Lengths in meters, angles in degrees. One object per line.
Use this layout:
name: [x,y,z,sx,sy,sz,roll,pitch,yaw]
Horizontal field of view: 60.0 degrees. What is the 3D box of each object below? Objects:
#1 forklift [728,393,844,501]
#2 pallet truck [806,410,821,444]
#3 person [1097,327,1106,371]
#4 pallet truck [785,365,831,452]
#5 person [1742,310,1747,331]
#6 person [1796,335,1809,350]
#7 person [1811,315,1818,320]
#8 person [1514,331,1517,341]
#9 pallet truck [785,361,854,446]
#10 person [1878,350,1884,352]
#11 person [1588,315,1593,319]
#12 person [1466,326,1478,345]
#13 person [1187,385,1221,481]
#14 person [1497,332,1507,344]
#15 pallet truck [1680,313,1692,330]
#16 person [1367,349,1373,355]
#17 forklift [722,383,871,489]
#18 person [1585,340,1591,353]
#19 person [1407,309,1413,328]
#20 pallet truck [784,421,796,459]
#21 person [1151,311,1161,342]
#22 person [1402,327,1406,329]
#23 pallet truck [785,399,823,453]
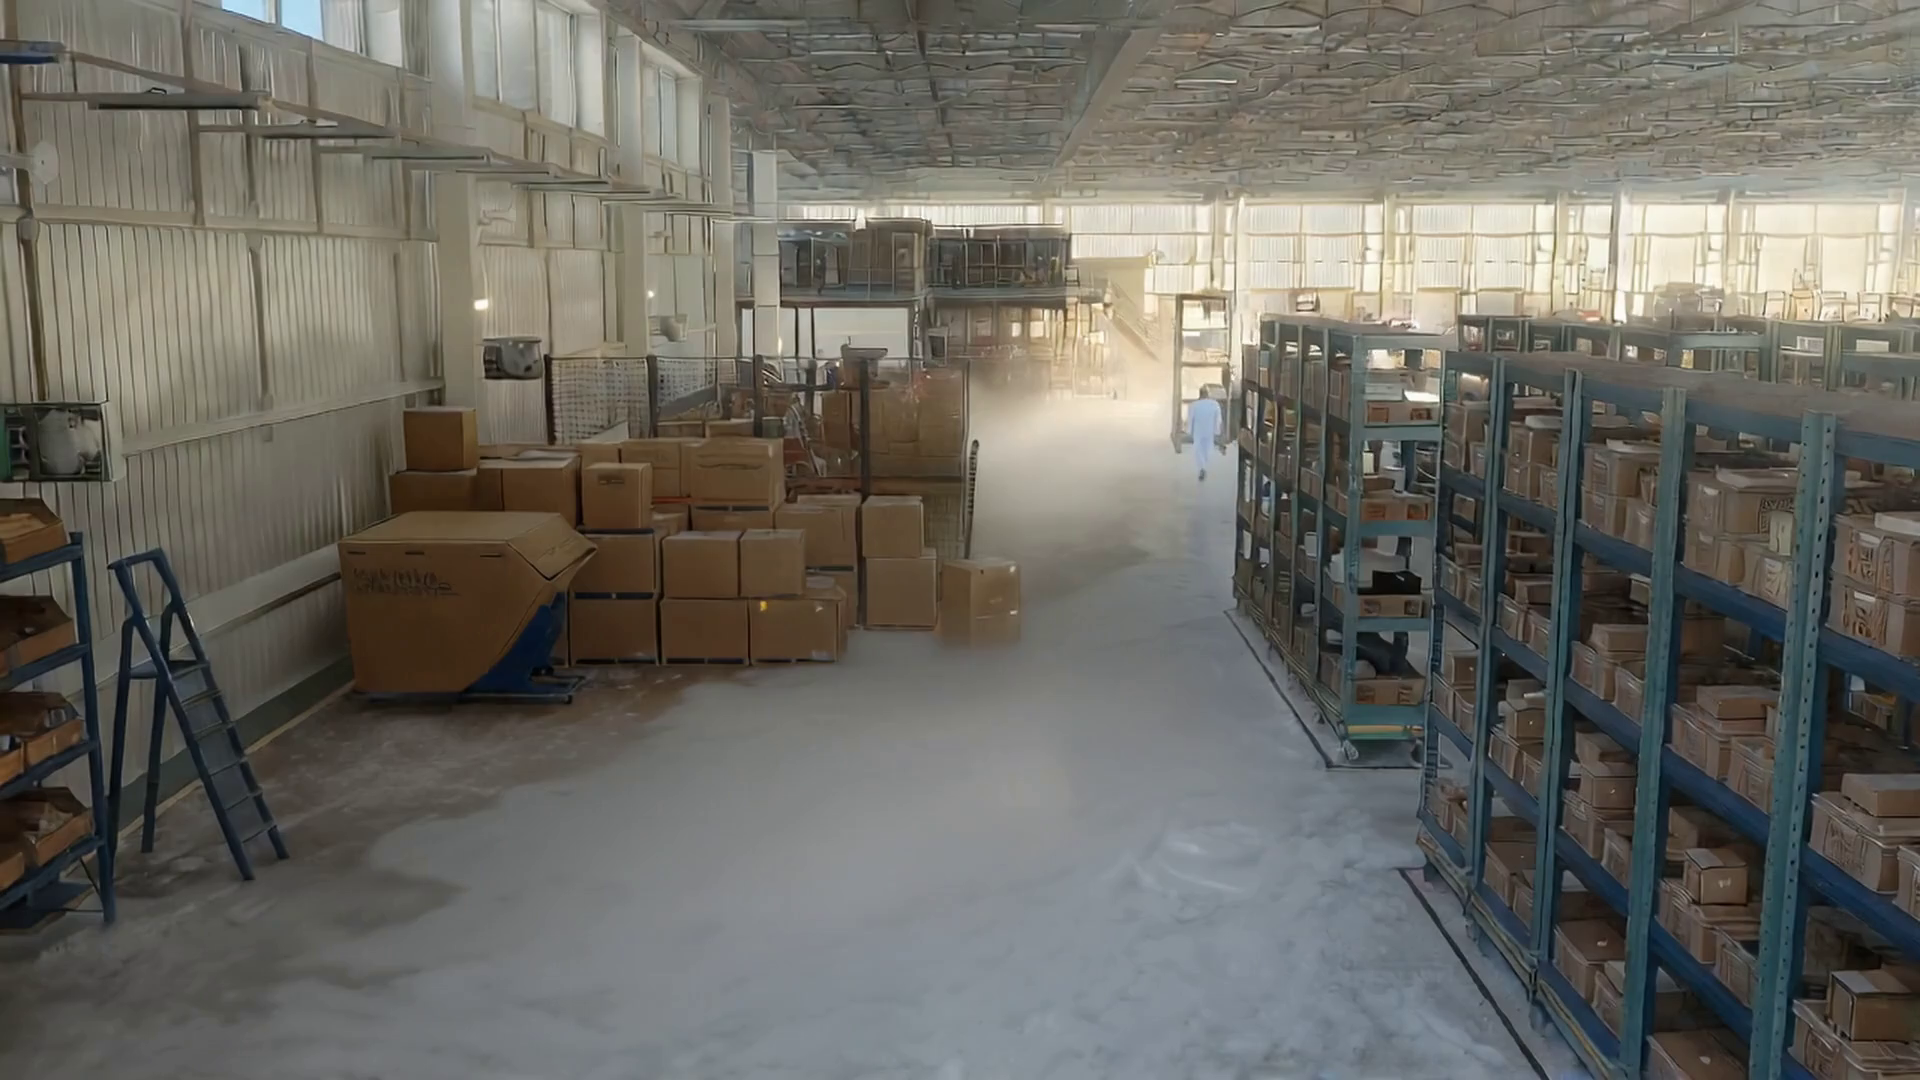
forklift: [-2.979,-1.316,26.476,2.680,1.987,1.157,0,9,1]
pallet truck: [-3.559,-2.018,33.905,1.522,1.261,0.704,0,9,-1]
person: [5.777,-7.781,67.787,0.350,1.837,0.501,-2,9,-11]
pallet truck: [-3.774,-2.976,37.635,1.885,1.965,0.823,1,9,5]
person: [43.654,-11.874,92.834,0.562,1.905,0.867,5,10,27]
person: [33.211,-7.452,65.663,0.509,1.865,0.329,9,13,43]
person: [42.505,-10.261,82.831,0.652,1.904,0.606,2,9,11]
person: [27.031,-9.858,80.498,0.532,1.865,0.313,-7,12,-38]
pallet truck: [-3.410,-3.193,38.978,1.885,1.965,0.823,0,9,-1]
person: [27.006,-4.705,48.987,0.585,1.787,0.978,2,9,11]
person: [32.684,-10.767,86.211,0.451,1.829,0.657,1,9,5]
person: [25.146,-10.047,81.552,0.925,1.911,0.638,-4,10,-22]
person: [4.780,-2.101,32.618,0.651,1.881,0.857,0,9,-2]
person: [20.739,-7.068,63.593,0.311,1.769,0.525,-4,10,-23]
pallet truck: [36.315,-10.531,84.244,0.823,1.965,1.885,-6,11,-33]
person: [16.287,-7.537,65.891,0.375,1.959,0.603,-7,11,-36]
forklift: [-2.893,-1.687,28.729,2.680,1.987,1.157,0,9,-1]
person: [23.153,-6.775,61.396,0.958,1.900,0.550,2,9,14]
person: [25.591,-12.173,94.621,0.398,1.918,0.586,5,11,29]
pallet truck: [-4.013,-1.793,32.705,1.601,1.201,0.680,0,9,1]
person: [11.175,-12.217,95.186,0.658,1.821,0.557,8,12,41]
person: [17.335,-7.354,64.944,0.464,1.898,0.615,-3,10,-16]
pallet truck: [-3.814,-2.432,36.419,1.630,1.274,0.653,0,9,1]
